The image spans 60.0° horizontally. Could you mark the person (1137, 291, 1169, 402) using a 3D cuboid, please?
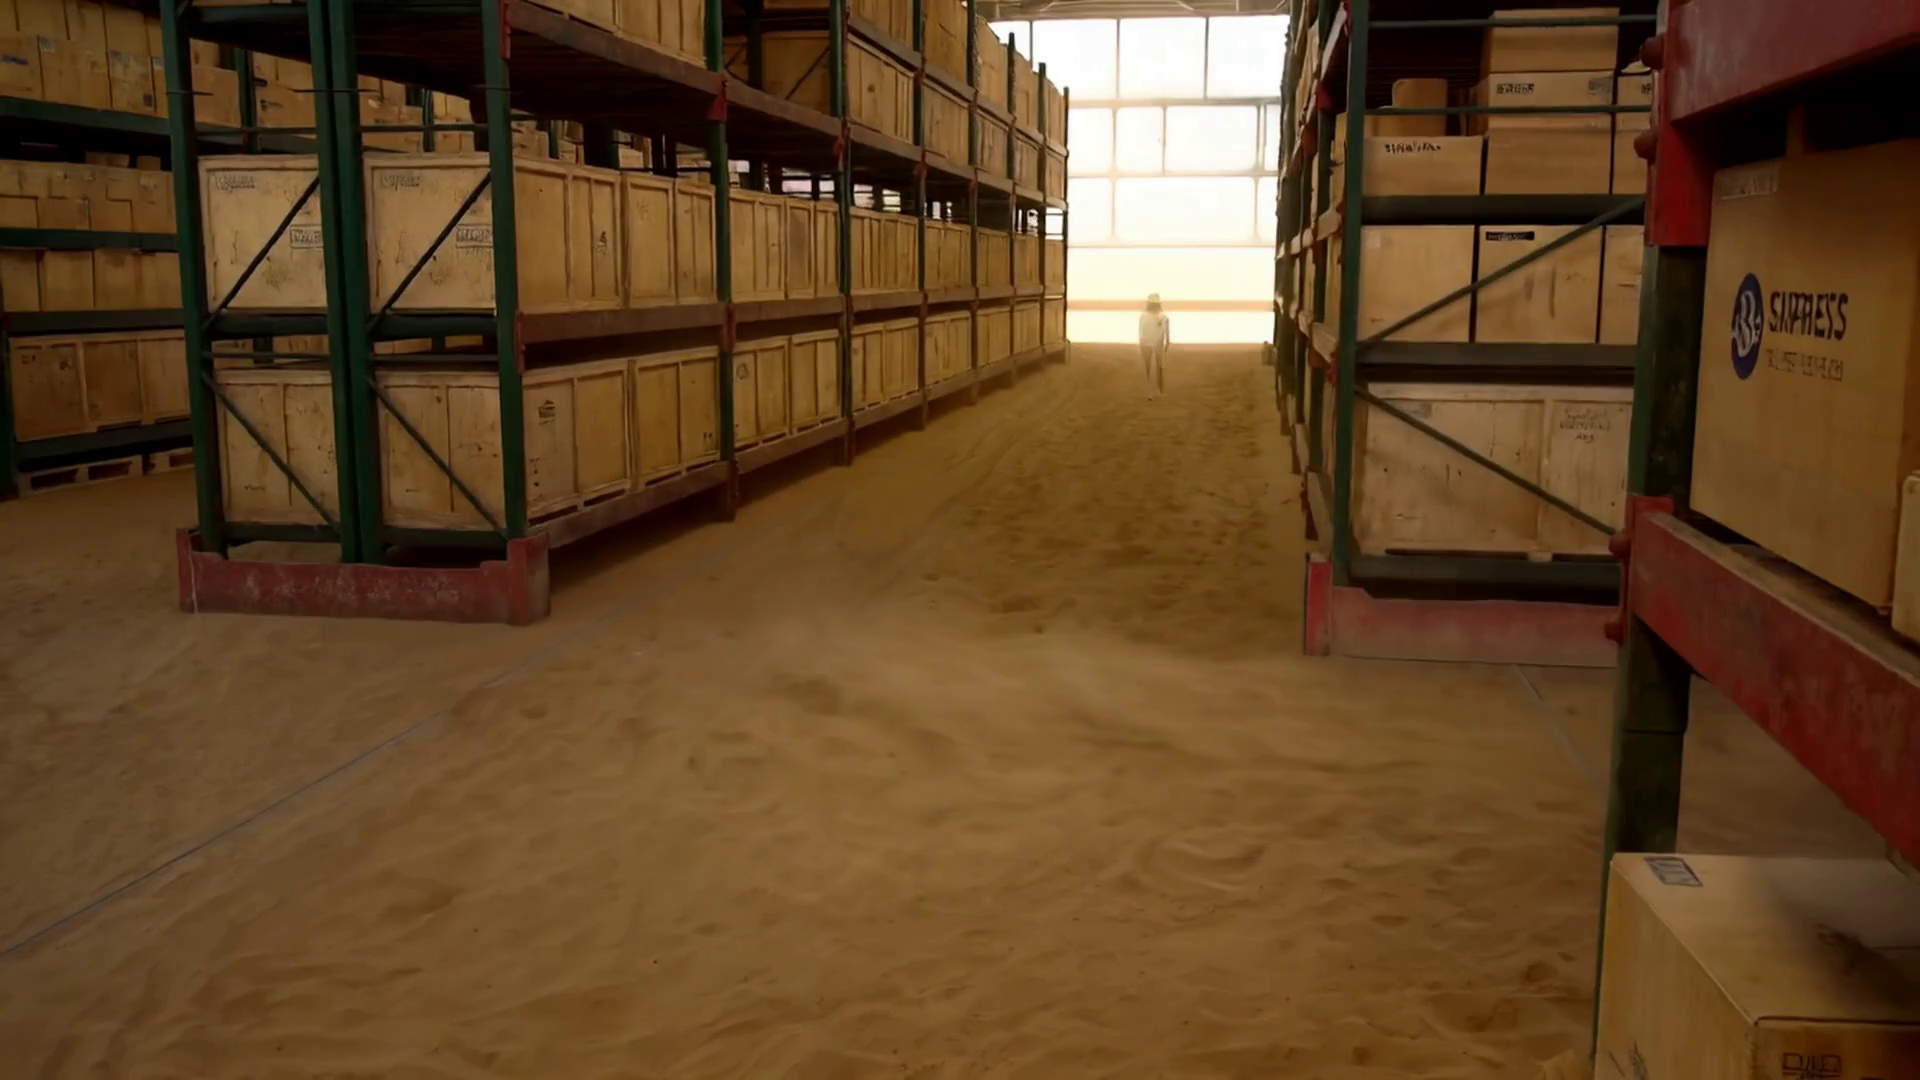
[{"bbox_3d":[2.996,-3.004,25.893,0.488,1.732,0.360,2,9,12],"label":"person"}]
